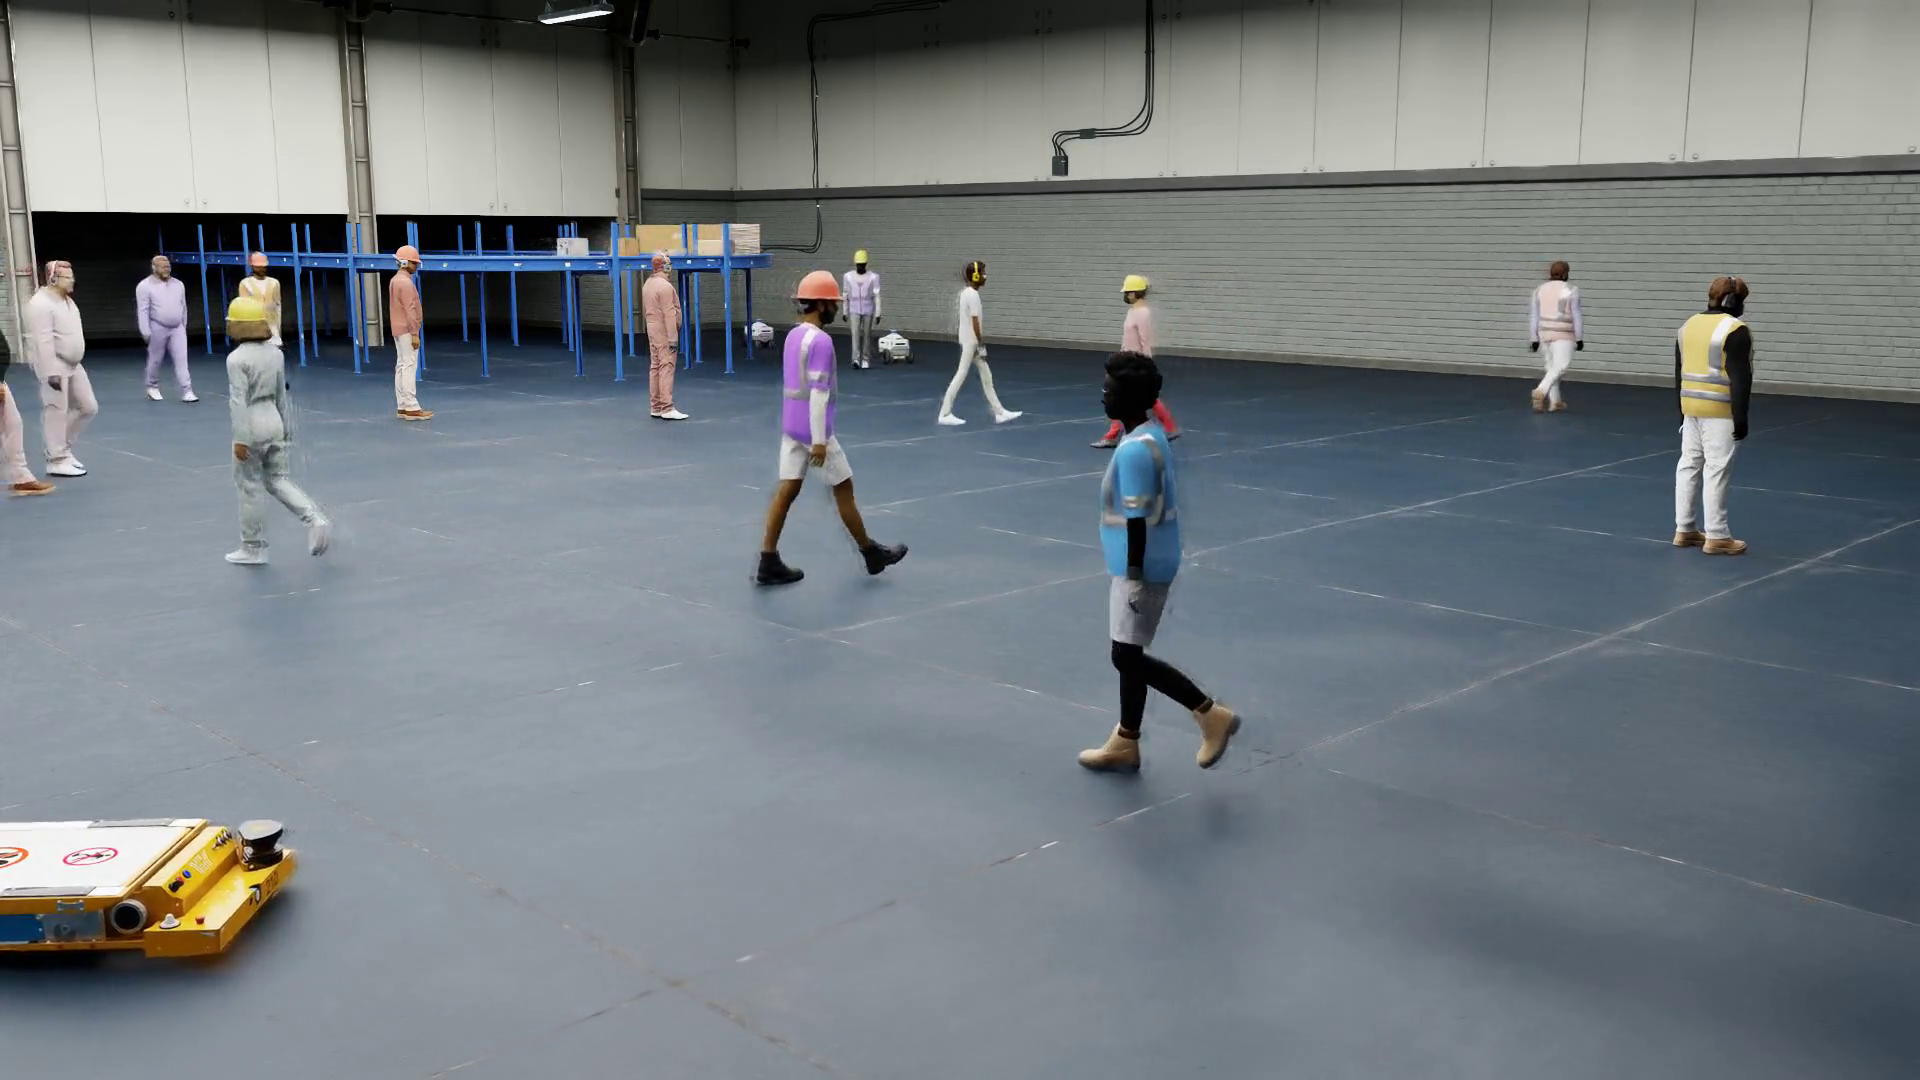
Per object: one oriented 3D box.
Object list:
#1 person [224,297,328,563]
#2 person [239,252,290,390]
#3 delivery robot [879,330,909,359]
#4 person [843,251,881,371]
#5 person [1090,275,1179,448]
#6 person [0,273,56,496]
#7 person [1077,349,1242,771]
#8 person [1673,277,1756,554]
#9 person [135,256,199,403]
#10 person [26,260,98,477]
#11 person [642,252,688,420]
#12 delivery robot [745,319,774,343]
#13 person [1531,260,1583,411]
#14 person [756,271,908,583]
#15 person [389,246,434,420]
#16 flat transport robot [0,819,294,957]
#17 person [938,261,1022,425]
[{"bbox_3d":[-4.459,-0.697,10.677,0.656,1.724,0.491,3,11,17],"label":"person"},{"bbox_3d":[-9.366,-2.908,22.333,0.568,1.878,1.020,-8,13,-37],"label":"person"},{"bbox_3d":[-1.100,-3.253,27.679,0.477,0.478,0.707,-4,11,-20],"label":"delivery robot"},{"bbox_3d":[-1.547,-3.602,26.153,0.603,1.857,1.041,0,10,1],"label":"person"},{"bbox_3d":[1.789,-1.785,16.650,0.920,1.725,0.537,-1,10,-5],"label":"person"},{"bbox_3d":[-7.879,-1.300,13.318,0.910,1.966,0.616,-6,12,-28],"label":"person"},{"bbox_3d":[0.772,0.108,6.436,0.567,1.685,0.542,2,11,11],"label":"person"},{"bbox_3d":[5.083,-0.845,11.203,0.430,1.837,0.622,-3,11,-14],"label":"person"},{"bbox_3d":[-10.158,-2.690,21.216,1.005,1.861,0.662,8,13,39],"label":"person"},{"bbox_3d":[-7.904,-1.505,14.659,0.415,1.894,0.661,0,10,0],"label":"person"},{"bbox_3d":[-3.405,-2.354,19.215,0.410,1.913,0.651,-7,12,-32],"label":"person"},{"bbox_3d":[-3.783,-3.918,31.308,0.477,0.478,0.707,-6,12,-28],"label":"delivery robot"},{"bbox_3d":[7.118,-2.435,19.928,0.804,1.816,0.627,-7,12,-32],"label":"person"},{"bbox_3d":[-0.827,-0.688,10.191,0.985,1.883,0.583,-6,12,-29],"label":"person"},{"bbox_3d":[-6.375,-2.395,19.238,0.392,1.985,0.610,-7,12,-33],"label":"person"},{"bbox_3d":[-2.900,1.071,5.134,1.431,0.197,0.652,-1,10,-3],"label":"flat transport robot"},{"bbox_3d":[0.196,-2.198,18.615,0.967,1.816,0.548,-1,10,-3],"label":"person"}]
